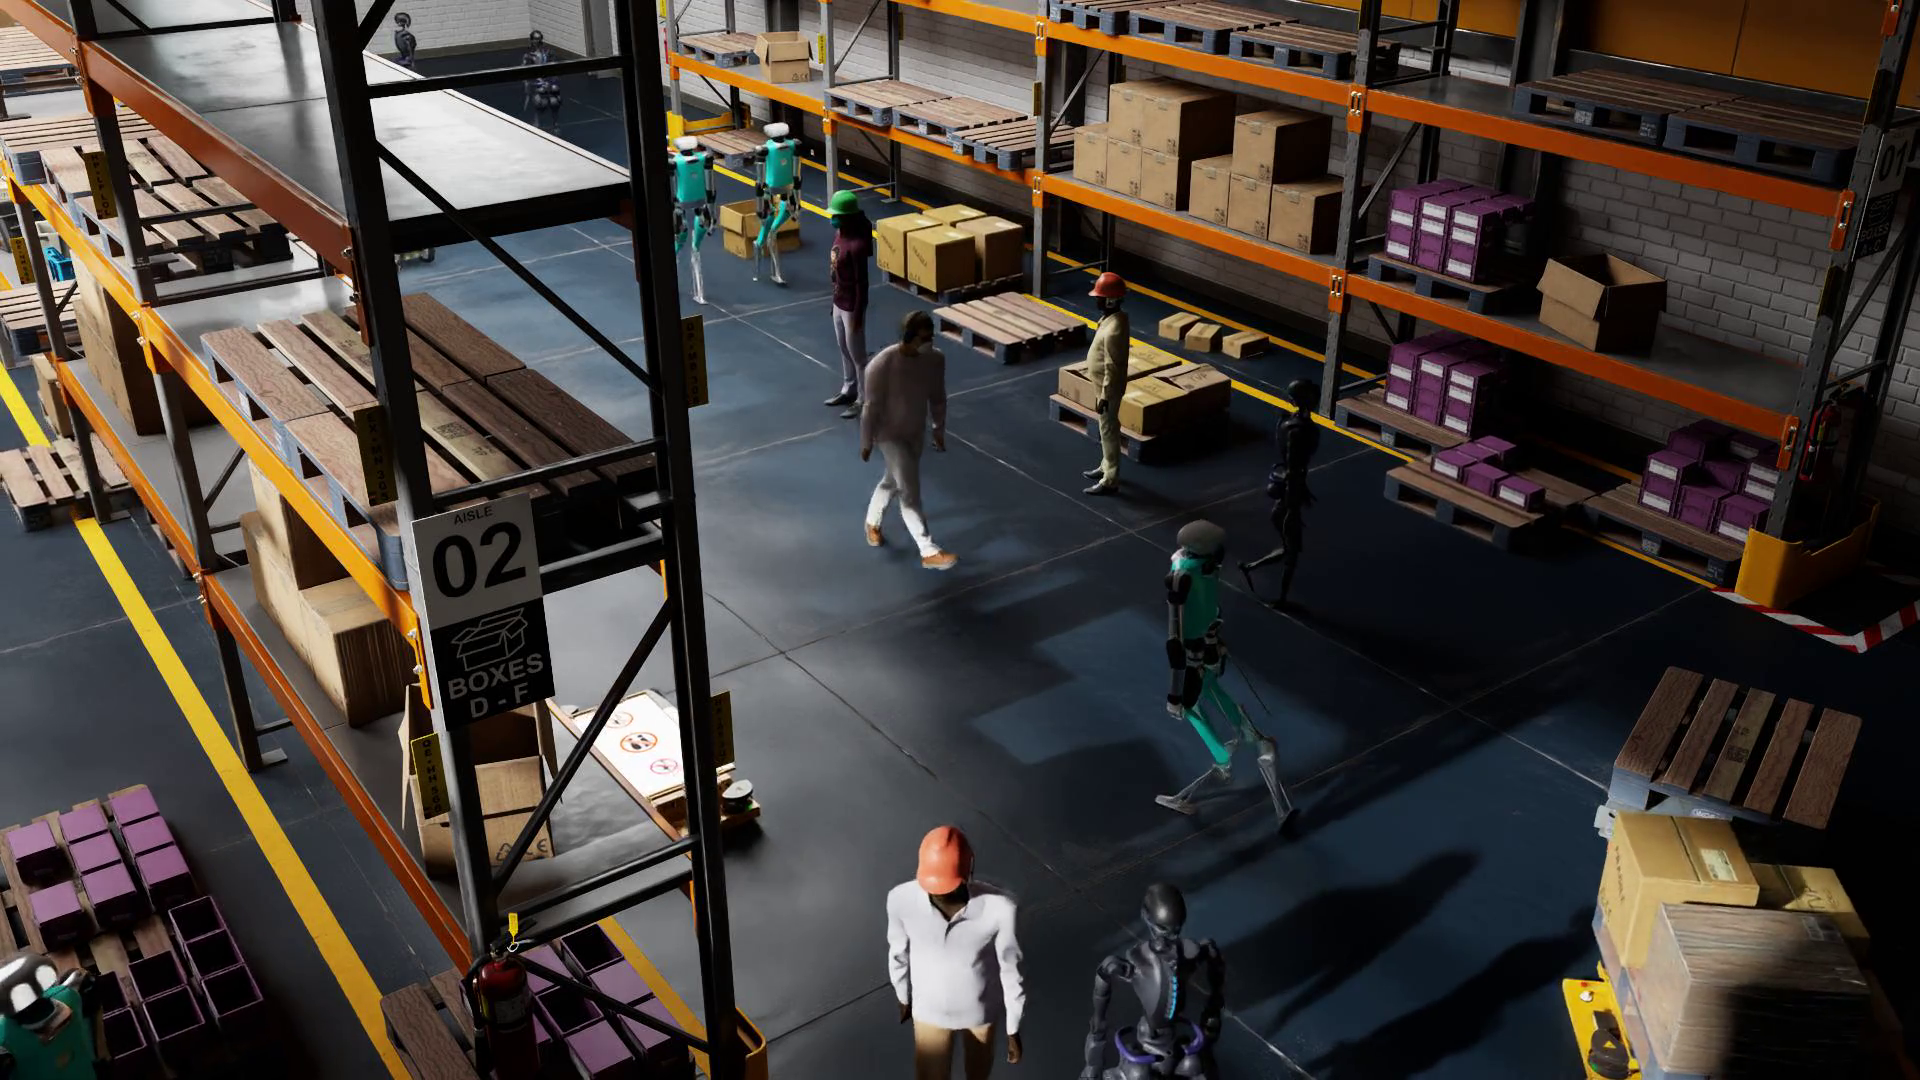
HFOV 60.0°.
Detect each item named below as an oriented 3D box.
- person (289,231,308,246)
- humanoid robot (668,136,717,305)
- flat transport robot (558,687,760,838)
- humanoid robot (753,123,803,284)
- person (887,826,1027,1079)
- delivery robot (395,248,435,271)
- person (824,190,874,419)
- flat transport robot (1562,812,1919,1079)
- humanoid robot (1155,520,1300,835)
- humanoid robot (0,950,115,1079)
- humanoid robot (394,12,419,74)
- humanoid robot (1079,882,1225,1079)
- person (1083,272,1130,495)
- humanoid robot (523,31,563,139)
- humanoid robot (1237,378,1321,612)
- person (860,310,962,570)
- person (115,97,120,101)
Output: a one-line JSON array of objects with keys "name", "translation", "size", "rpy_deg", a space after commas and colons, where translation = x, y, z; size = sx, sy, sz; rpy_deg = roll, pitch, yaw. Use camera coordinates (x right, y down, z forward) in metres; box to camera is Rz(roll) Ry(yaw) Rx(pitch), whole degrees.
[{"name": "person", "translation": [-6.392, -2.697, 15.840], "size": [0.287, 1.629, 0.498], "rpy_deg": [14, 30, 25]}, {"name": "humanoid robot", "translation": [-2.821, -3.227, 16.852], "size": [0.552, 1.852, 0.861], "rpy_deg": [-16, 31, -29]}, {"name": "flat transport robot", "translation": [-1.772, 1.275, 9.452], "size": [0.659, 0.231, 1.431], "rpy_deg": [-18, 32, -31]}, {"name": "humanoid robot", "translation": [-1.984, -3.435, 17.297], "size": [0.540, 1.888, 0.787], "rpy_deg": [-17, 32, -31]}, {"name": "person", "translation": [-0.012, 1.850, 6.703], "size": [0.567, 1.707, 0.889], "rpy_deg": [3, 27, 5]}, {"name": "delivery robot", "translation": [-6.165, -3.272, 18.195], "size": [0.809, 0.611, 0.499], "rpy_deg": [20, 33, 34]}, {"name": "person", "translation": [-0.928, -2.005, 14.105], "size": [0.425, 1.950, 0.498], "rpy_deg": [-13, 30, -25]}, {"name": "flat transport robot", "translation": [3.530, 2.249, 7.514], "size": [1.431, 0.231, 0.659], "rpy_deg": [3, 27, 6]}, {"name": "humanoid robot", "translation": [1.508, 0.806, 8.776], "size": [0.915, 1.784, 0.543], "rpy_deg": [15, 31, 28]}, {"name": "humanoid robot", "translation": [-3.361, 2.201, 5.989], "size": [0.820, 1.793, 0.531], "rpy_deg": [8, 28, 15]}, {"name": "humanoid robot", "translation": [-7.886, -6.693, 23.795], "size": [0.713, 1.662, 0.602], "rpy_deg": [-14, 30, -25]}, {"name": "humanoid robot", "translation": [0.750, 2.024, 6.437], "size": [0.589, 1.645, 0.627], "rpy_deg": [-8, 28, -15]}, {"name": "person", "translation": [1.121, -1.195, 12.711], "size": [0.323, 1.751, 0.560], "rpy_deg": [3, 27, 5]}, {"name": "humanoid robot", "translation": [-5.562, -5.974, 22.297], "size": [0.384, 1.640, 0.603], "rpy_deg": [21, 34, 36]}, {"name": "humanoid robot", "translation": [2.121, -0.303, 11.026], "size": [0.514, 1.636, 0.589], "rpy_deg": [8, 28, 15]}, {"name": "person", "translation": [-0.396, -0.737, 11.670], "size": [0.634, 1.878, 0.997], "rpy_deg": [-23, 35, -38]}, {"name": "person", "translation": [-10.327, -5.144, 20.440], "size": [0.602, 1.861, 0.986], "rpy_deg": [13, 29, 24]}]
